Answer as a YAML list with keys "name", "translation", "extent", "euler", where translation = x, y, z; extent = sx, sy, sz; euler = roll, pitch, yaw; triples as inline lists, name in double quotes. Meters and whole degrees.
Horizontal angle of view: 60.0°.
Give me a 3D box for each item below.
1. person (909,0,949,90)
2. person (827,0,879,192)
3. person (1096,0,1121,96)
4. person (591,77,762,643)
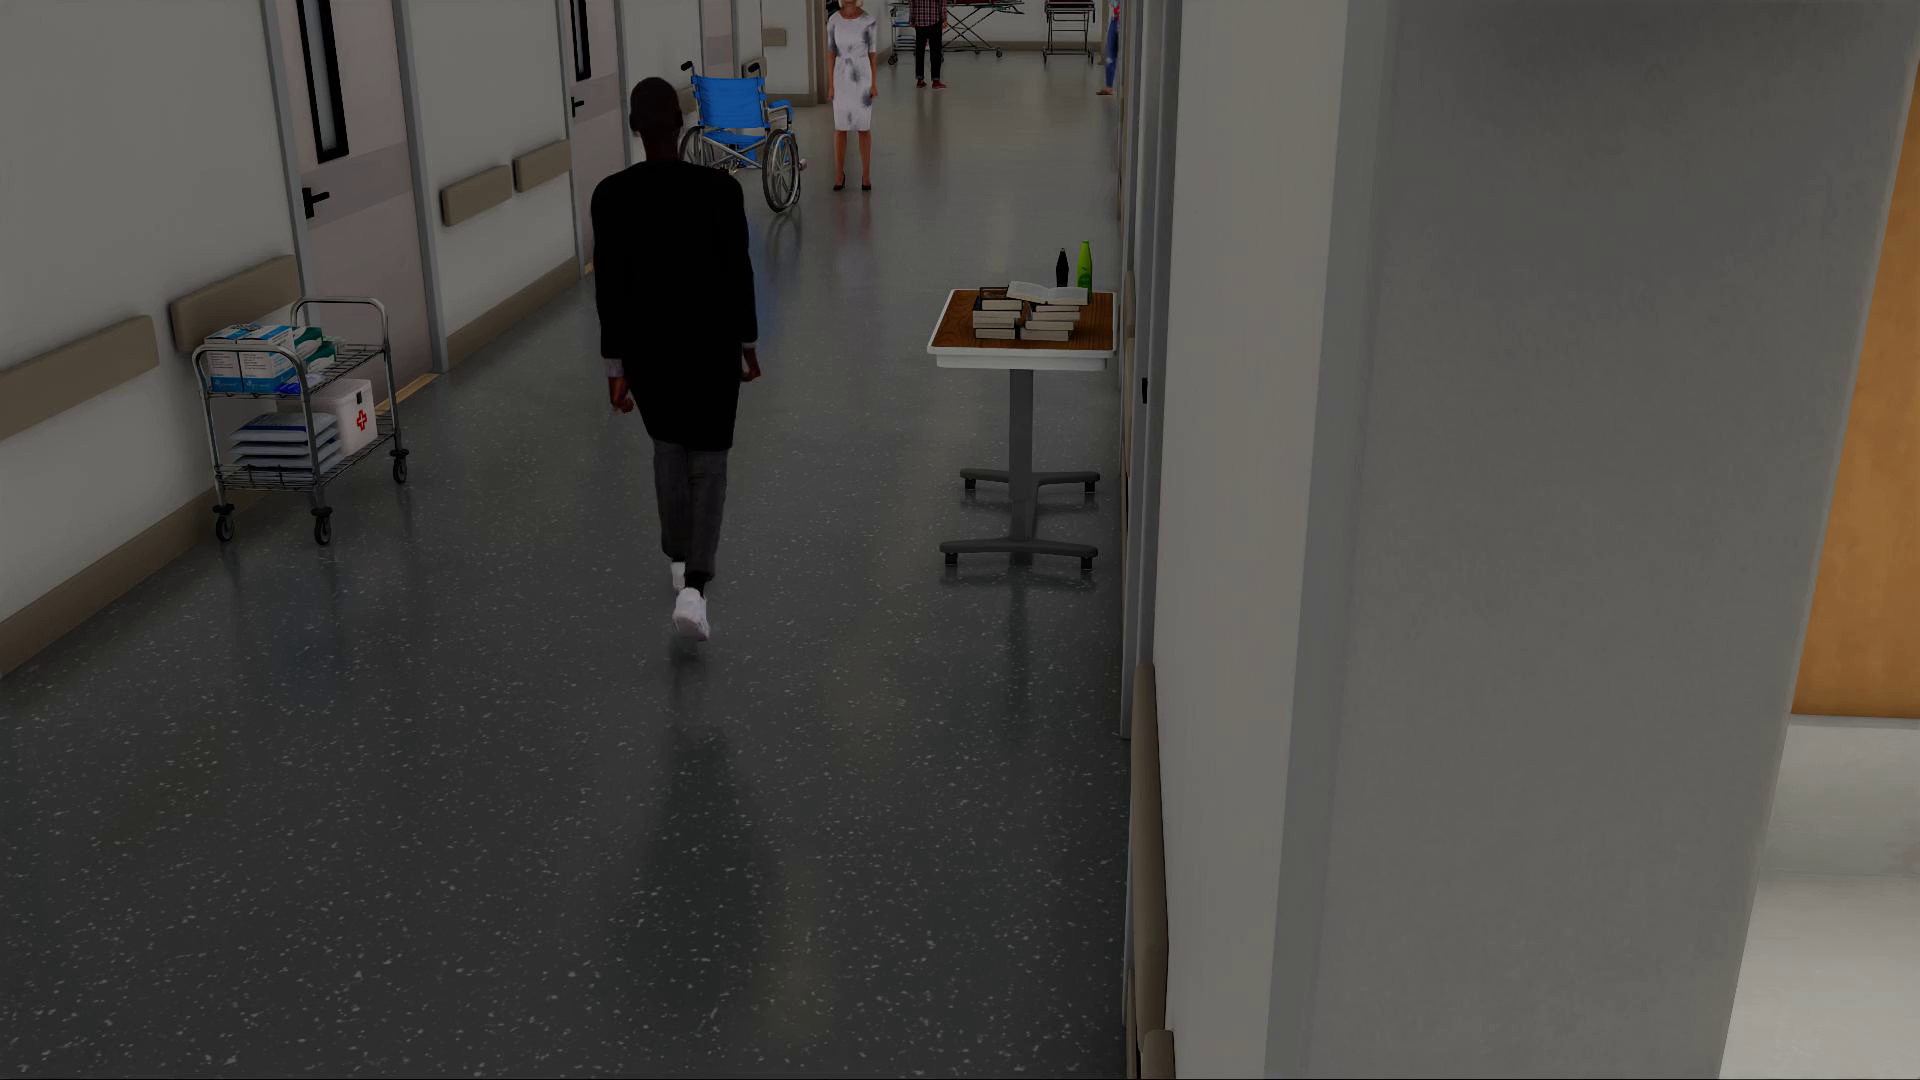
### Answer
- name: "person"
  translation: [-0.422, -6.897, 22.006]
  extent: [0.770, 1.762, 0.705]
  euler: [9, 22, 22]
- name: "person"
  translation: [-0.901, -3.808, 13.867]
  extent: [0.581, 1.751, 0.525]
  euler: [0, 21, -1]
- name: "person"
  translation: [2.102, -6.415, 20.964]
  extent: [0.970, 1.598, 0.956]
  euler: [-11, 23, -26]
- name: "person"
  translation: [-0.885, -0.526, 5.235]
  extent: [0.692, 1.727, 1.146]
  euler: [0, 21, 1]
